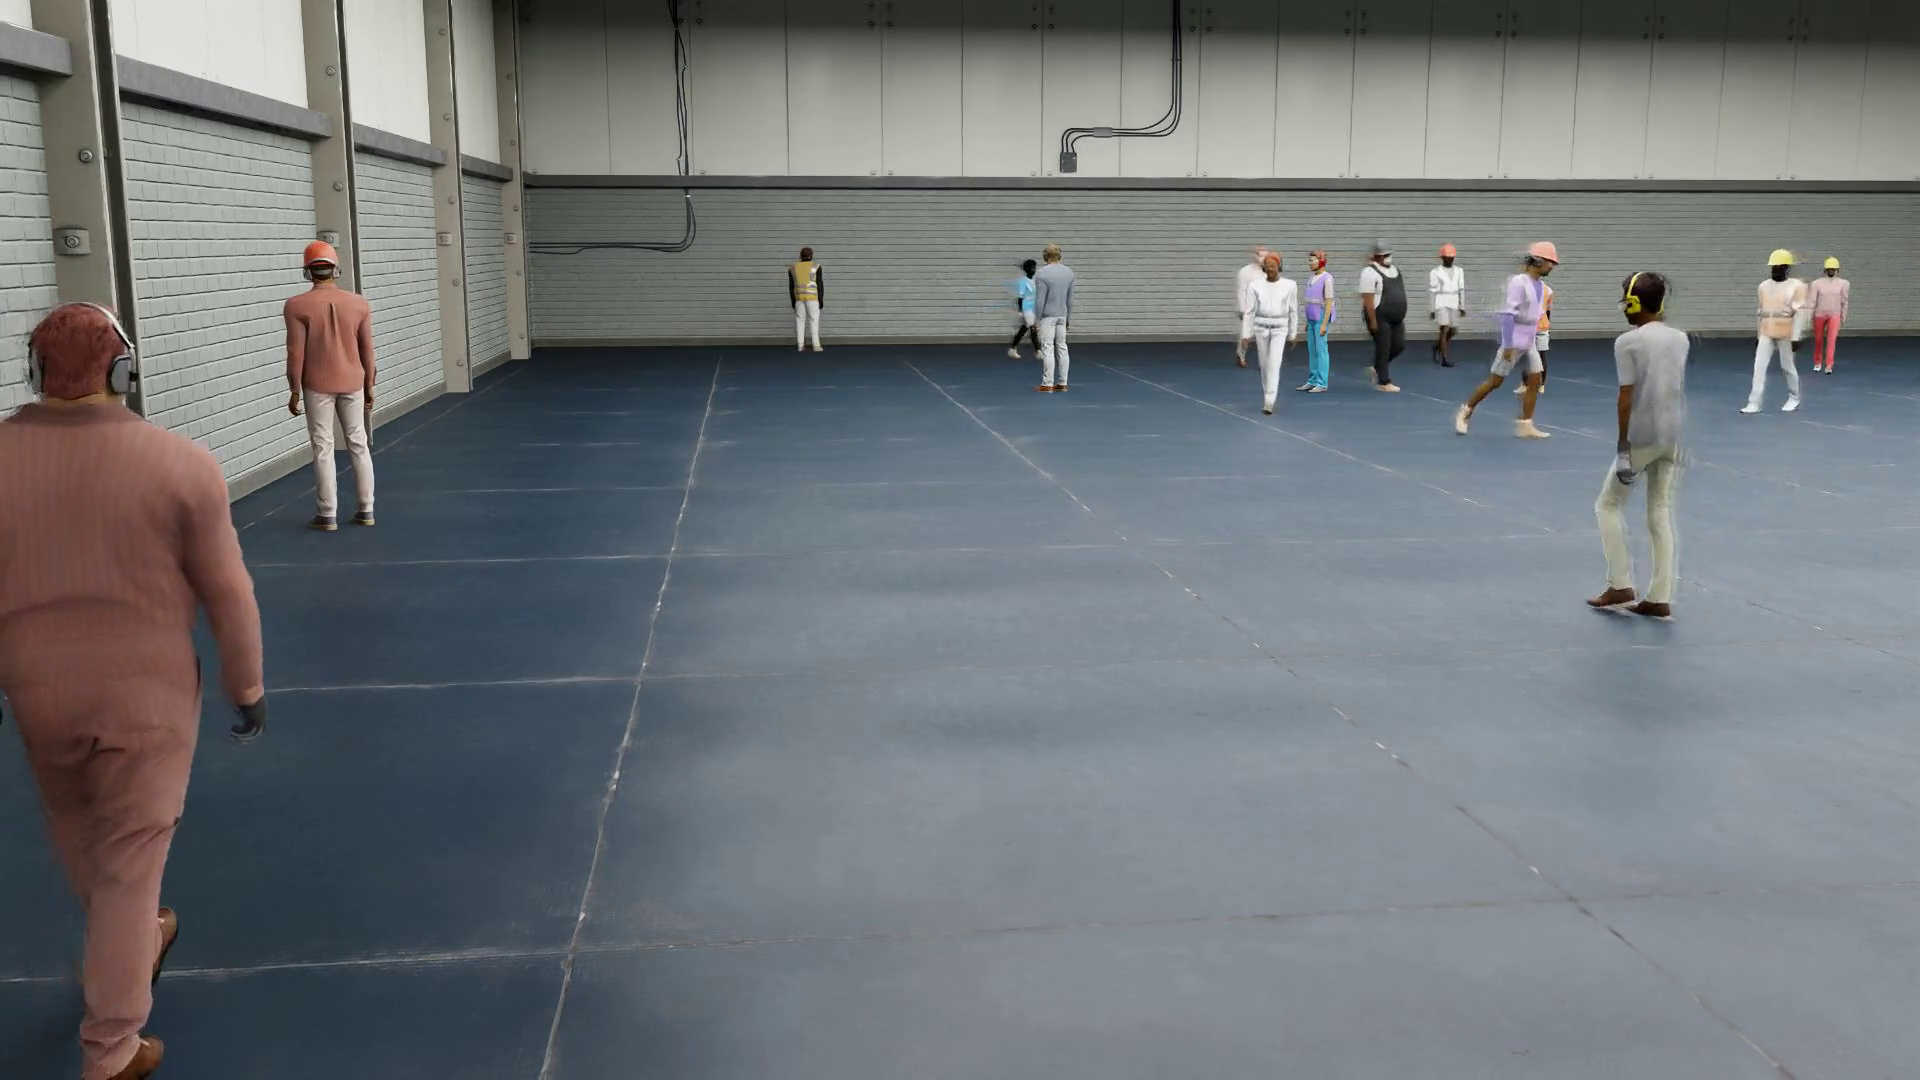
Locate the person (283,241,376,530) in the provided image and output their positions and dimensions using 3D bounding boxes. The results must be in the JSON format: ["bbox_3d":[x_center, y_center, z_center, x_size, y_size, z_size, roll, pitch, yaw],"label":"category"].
[{"bbox_3d":[-4.370,-1.067,11.554,0.616,1.990,0.393,-9,14,-41],"label":"person"}]

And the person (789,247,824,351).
[{"bbox_3d":[-2.702,-4.260,29.474,0.633,1.841,0.429,3,11,15],"label":"person"}]

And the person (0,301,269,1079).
[{"bbox_3d":[-2.069,0.349,4.138,0.665,1.856,0.971,-1,10,-7],"label":"person"}]

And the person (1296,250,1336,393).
[{"bbox_3d":[4.670,-2.836,21.652,0.389,1.846,0.564,-3,11,-14],"label":"person"}]

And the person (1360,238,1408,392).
[{"bbox_3d":[5.538,-2.939,21.682,0.708,2.000,0.577,-8,13,-38],"label":"person"}]

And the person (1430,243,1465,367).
[{"bbox_3d":[7.606,-3.681,26.078,0.556,1.920,0.735,-3,11,-14],"label":"person"}]

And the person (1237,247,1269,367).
[{"bbox_3d":[4.518,-3.527,25.356,0.649,1.878,0.800,-2,10,-10],"label":"person"}]

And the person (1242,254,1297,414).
[{"bbox_3d":[3.571,-2.382,19.216,0.597,1.831,1.007,3,11,18],"label":"person"}]

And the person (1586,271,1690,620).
[{"bbox_3d":[3.637,-0.498,8.884,0.510,1.838,0.578,-4,11,-19],"label":"person"}]

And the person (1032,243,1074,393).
[{"bbox_3d":[1.201,-2.874,21.610,0.637,1.936,0.355,-8,13,-38],"label":"person"}]

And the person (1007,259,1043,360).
[{"bbox_3d":[1.117,-3.800,27.467,0.862,1.657,0.534,5,12,27],"label":"person"}]

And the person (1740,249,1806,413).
[{"bbox_3d":[9.456,-2.403,19.194,0.966,1.886,0.598,-7,12,-32],"label":"person"}]

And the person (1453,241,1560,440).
[{"bbox_3d":[5.510,-2.008,16.761,0.652,1.989,0.905,-9,14,-40],"label":"person"}]

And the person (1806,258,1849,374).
[{"bbox_3d":[12.955,-3.356,24.865,0.540,1.717,0.918,5,11,26],"label":"person"}]

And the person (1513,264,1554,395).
[{"bbox_3d":[7.334,-2.698,21.300,0.534,1.698,0.322,-3,11,-18],"label":"person"}]
